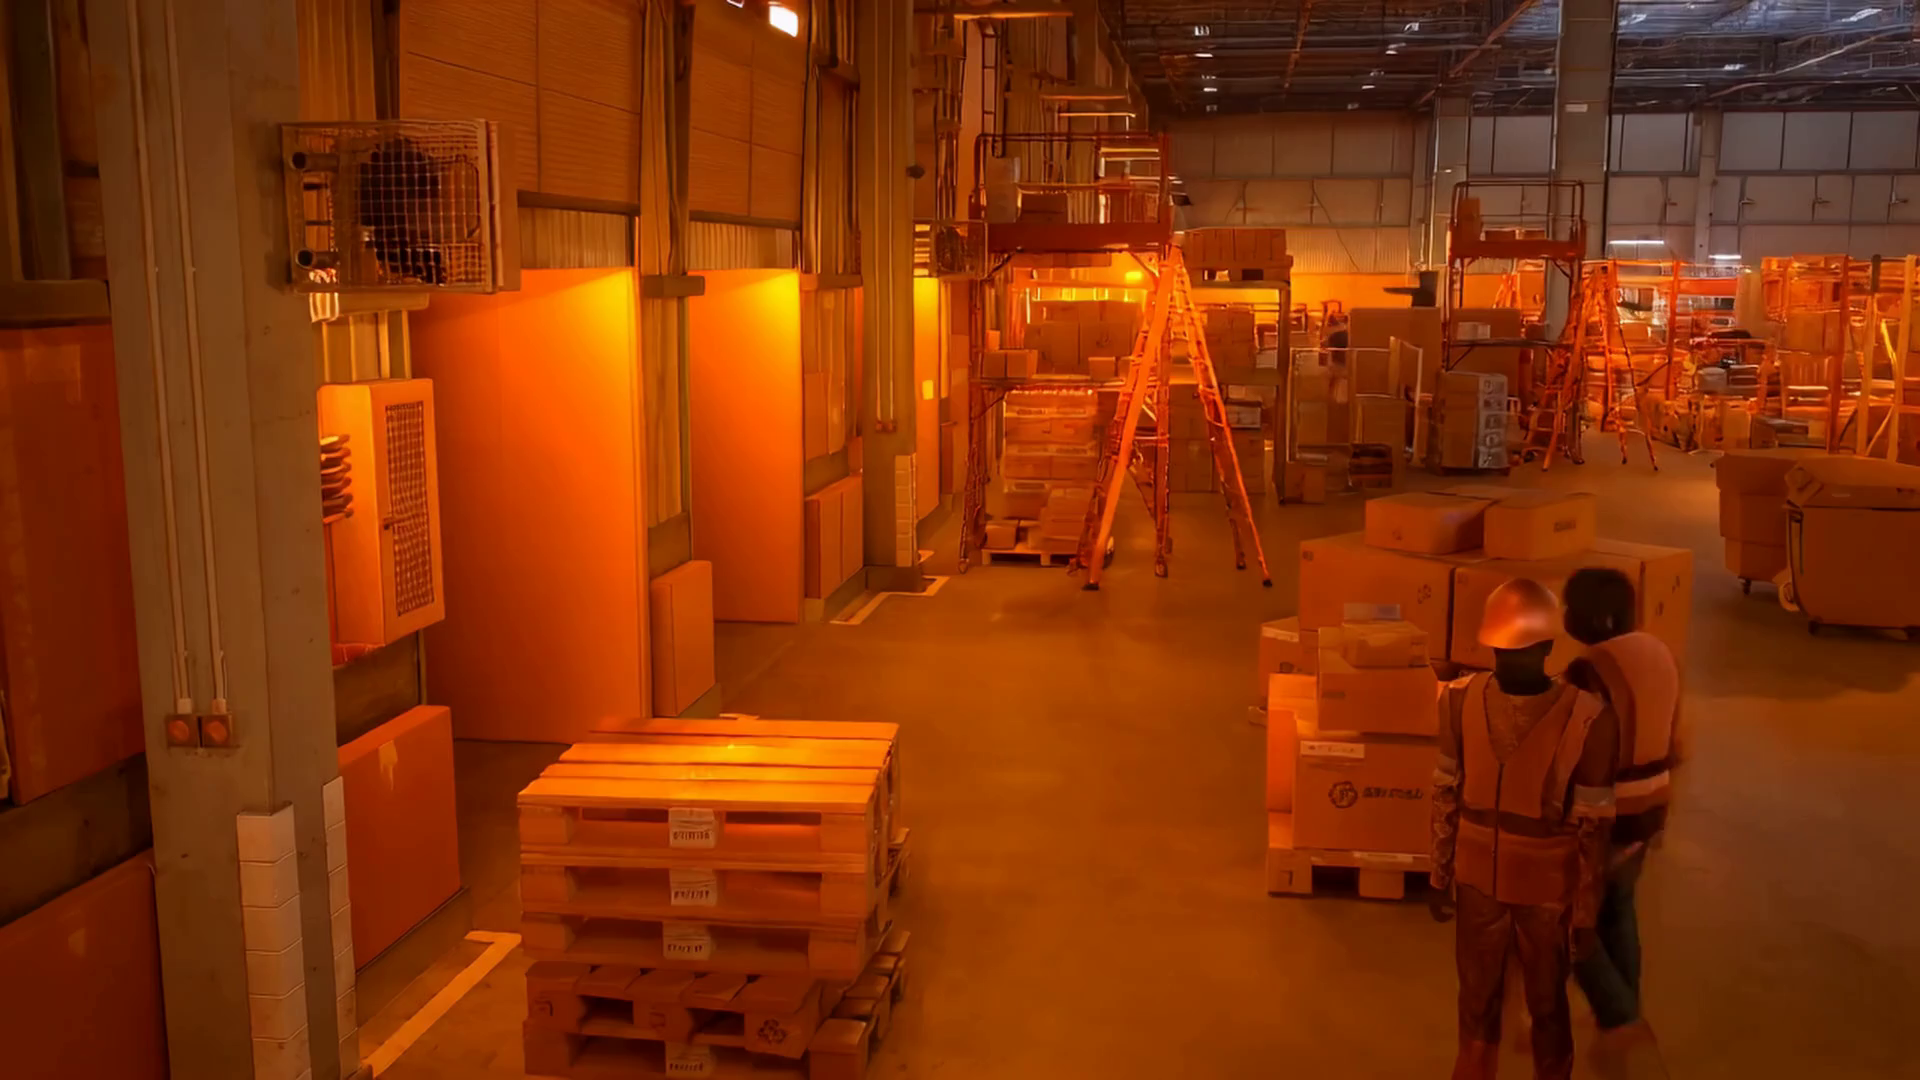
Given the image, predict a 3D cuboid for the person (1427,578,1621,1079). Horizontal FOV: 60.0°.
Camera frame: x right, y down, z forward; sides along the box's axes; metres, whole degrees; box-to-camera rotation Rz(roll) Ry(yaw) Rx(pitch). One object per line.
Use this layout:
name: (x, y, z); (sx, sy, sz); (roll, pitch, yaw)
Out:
person: (1.725, 1.059, 5.185); (0.585, 1.921, 0.395); (9, 13, 43)

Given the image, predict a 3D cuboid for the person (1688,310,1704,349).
person: (21.901, -6.016, 49.540); (0.530, 1.689, 0.322); (-3, 10, -20)

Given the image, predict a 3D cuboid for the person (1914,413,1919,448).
person: (15.567, -2.337, 26.705); (0.320, 1.738, 0.486); (5, 11, 29)

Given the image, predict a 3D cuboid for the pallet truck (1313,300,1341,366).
pallet truck: (11.159, -6.200, 49.718); (0.823, 1.965, 1.885); (4, 10, 26)

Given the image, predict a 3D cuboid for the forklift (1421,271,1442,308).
forklift: (11.787, -5.365, 41.852); (1.873, 2.768, 1.129); (1, 9, 9)

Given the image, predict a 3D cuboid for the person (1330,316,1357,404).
person: (8.193, -3.844, 35.521); (0.960, 1.875, 0.684); (-8, 12, -42)

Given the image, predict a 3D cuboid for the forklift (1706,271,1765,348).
forklift: (22.661, -6.355, 47.963); (1.873, 2.768, 1.129); (-2, 9, -10)

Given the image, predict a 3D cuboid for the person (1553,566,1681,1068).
person: (2.296, 0.993, 5.901); (0.639, 1.818, 0.490); (-8, 12, -40)
